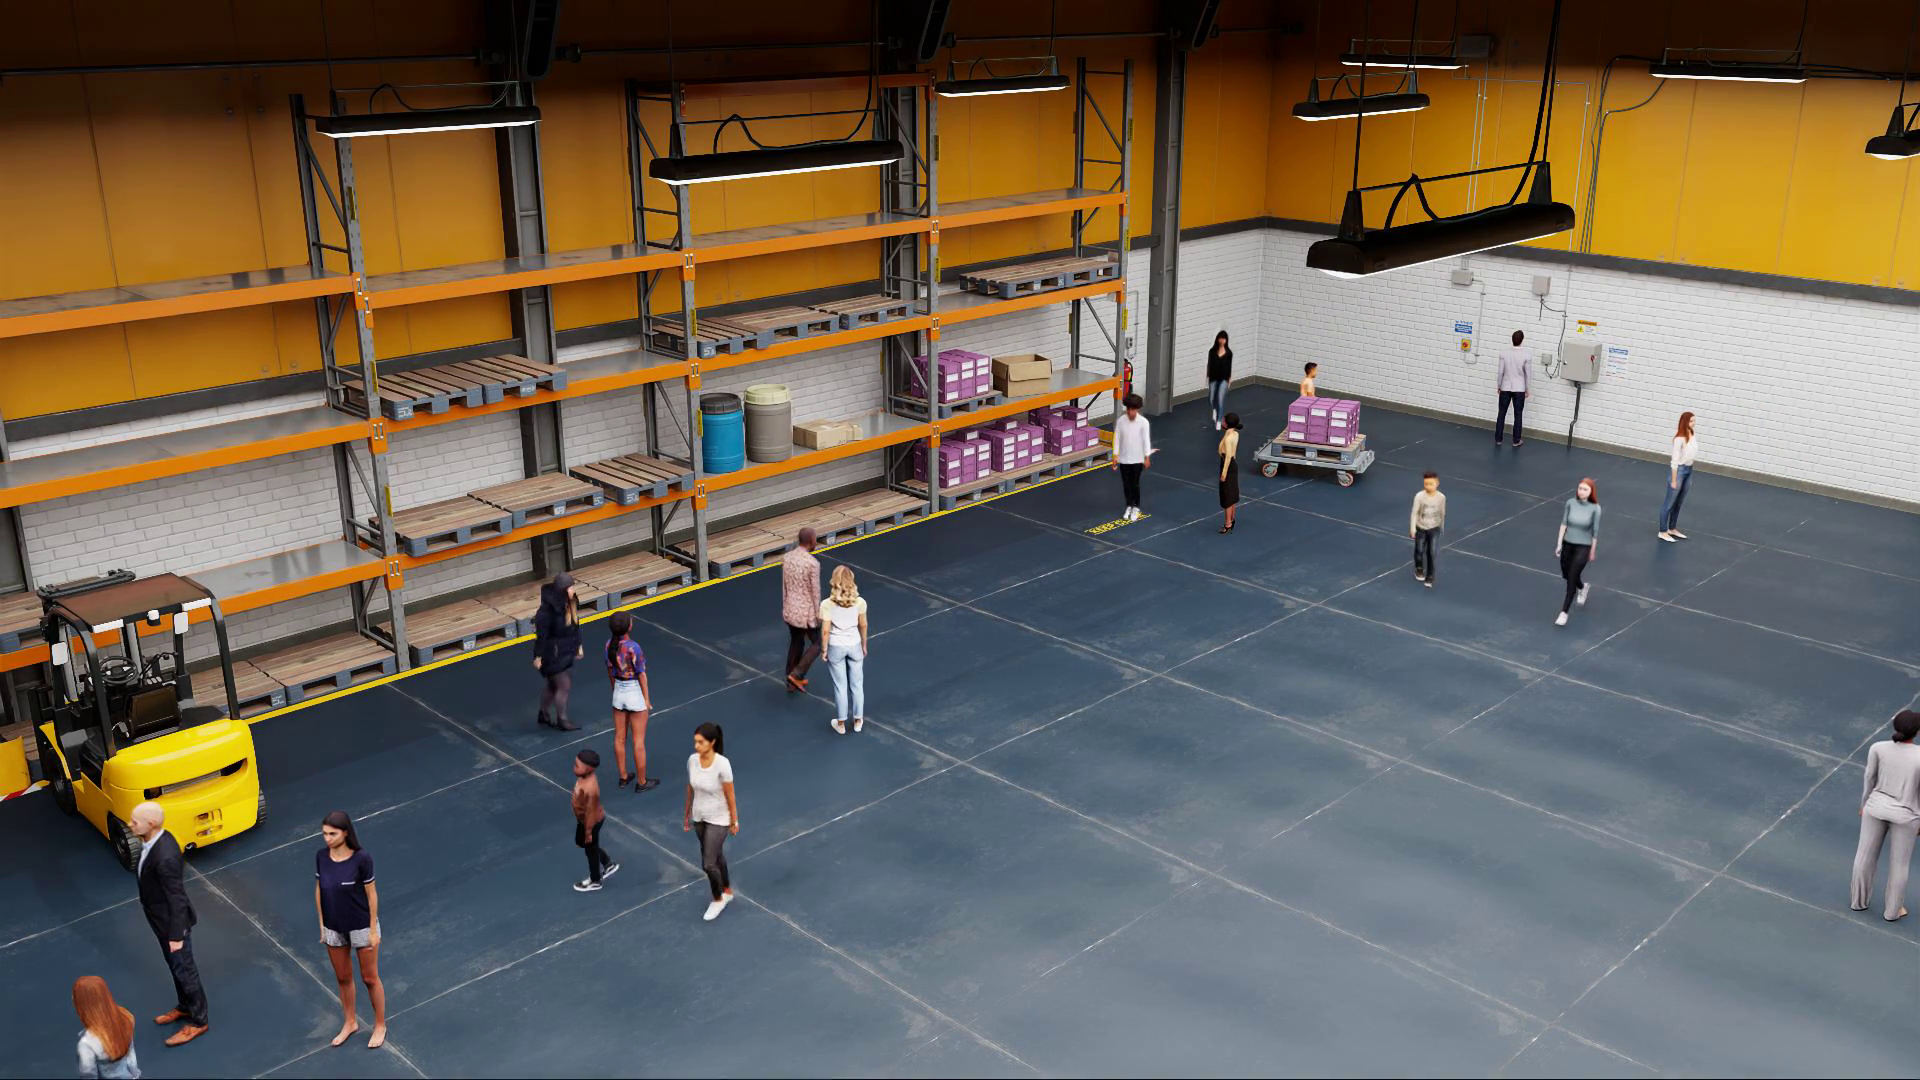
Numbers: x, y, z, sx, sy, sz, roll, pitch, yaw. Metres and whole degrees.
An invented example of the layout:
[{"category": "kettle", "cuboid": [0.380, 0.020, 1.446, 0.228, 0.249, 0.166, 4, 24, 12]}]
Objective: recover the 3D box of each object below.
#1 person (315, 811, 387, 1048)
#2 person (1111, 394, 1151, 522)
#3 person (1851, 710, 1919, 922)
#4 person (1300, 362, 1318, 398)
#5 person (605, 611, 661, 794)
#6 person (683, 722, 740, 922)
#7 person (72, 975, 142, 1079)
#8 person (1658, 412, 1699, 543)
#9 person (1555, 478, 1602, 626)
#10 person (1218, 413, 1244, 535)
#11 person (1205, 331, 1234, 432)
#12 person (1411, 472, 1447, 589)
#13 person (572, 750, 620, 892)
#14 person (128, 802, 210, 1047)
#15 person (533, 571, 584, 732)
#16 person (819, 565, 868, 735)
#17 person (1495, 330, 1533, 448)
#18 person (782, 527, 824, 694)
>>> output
[{"category": "person", "cuboid": [-4.206, 2.672, 11.489, 0.660, 1.766, 0.698, 2, 19, 7]}, {"category": "person", "cuboid": [2.377, -1.162, 22.846, 0.727, 1.786, 0.756, 9, 21, 26]}, {"category": "person", "cuboid": [7.339, 2.150, 13.089, 0.639, 1.736, 0.541, 16, 24, 40]}, {"category": "person", "cuboid": [5.405, -2.059, 26.027, 0.644, 1.454, 0.594, -2, 19, -5]}, {"category": "person", "cuboid": [-3.019, 1.453, 15.149, 0.642, 1.741, 0.606, 10, 21, 27]}, {"category": "person", "cuboid": [-1.908, 2.176, 13.173, 0.616, 1.632, 0.674, 14, 23, 35]}, {"category": "person", "cuboid": [-4.861, 3.313, 9.734, 1.149, 1.672, 1.073, -1, 19, -2]}, {"category": "person", "cuboid": [9.531, -0.859, 22.036, 0.513, 1.728, 0.676, -11, 22, -31]}, {"category": "person", "cuboid": [7.137, 0.105, 19.182, 1.038, 1.721, 0.592, -17, 25, -42]}, {"category": "person", "cuboid": [3.594, -0.901, 22.278, 0.716, 1.654, 0.597, 8, 20, 22]}, {"category": "person", "cuboid": [4.284, -2.665, 27.559, 0.850, 1.626, 1.037, 5, 19, 14]}, {"category": "person", "cuboid": [5.750, -0.167, 20.432, 0.870, 1.440, 0.997, 1, 19, 4]}, {"category": "person", "cuboid": [-2.945, 2.265, 13.506, 0.718, 1.251, 0.659, -4, 19, -13]}, {"category": "person", "cuboid": [-5.498, 2.627, 11.572, 0.629, 1.799, 0.708, -13, 23, -34]}, {"category": "person", "cuboid": [-4.045, 1.111, 16.344, 0.900, 1.627, 0.857, 9, 21, 25]}, {"category": "person", "cuboid": [-1.126, 1.074, 16.304, 0.653, 1.723, 0.772, -5, 19, -14]}, {"category": "person", "cuboid": [8.803, -2.421, 26.477, 0.746, 1.853, 0.696, 9, 21, 25]}, {"category": "person", "cuboid": [-1.663, 0.776, 17.103, 0.752, 1.778, 0.750, 13, 23, 34]}]
